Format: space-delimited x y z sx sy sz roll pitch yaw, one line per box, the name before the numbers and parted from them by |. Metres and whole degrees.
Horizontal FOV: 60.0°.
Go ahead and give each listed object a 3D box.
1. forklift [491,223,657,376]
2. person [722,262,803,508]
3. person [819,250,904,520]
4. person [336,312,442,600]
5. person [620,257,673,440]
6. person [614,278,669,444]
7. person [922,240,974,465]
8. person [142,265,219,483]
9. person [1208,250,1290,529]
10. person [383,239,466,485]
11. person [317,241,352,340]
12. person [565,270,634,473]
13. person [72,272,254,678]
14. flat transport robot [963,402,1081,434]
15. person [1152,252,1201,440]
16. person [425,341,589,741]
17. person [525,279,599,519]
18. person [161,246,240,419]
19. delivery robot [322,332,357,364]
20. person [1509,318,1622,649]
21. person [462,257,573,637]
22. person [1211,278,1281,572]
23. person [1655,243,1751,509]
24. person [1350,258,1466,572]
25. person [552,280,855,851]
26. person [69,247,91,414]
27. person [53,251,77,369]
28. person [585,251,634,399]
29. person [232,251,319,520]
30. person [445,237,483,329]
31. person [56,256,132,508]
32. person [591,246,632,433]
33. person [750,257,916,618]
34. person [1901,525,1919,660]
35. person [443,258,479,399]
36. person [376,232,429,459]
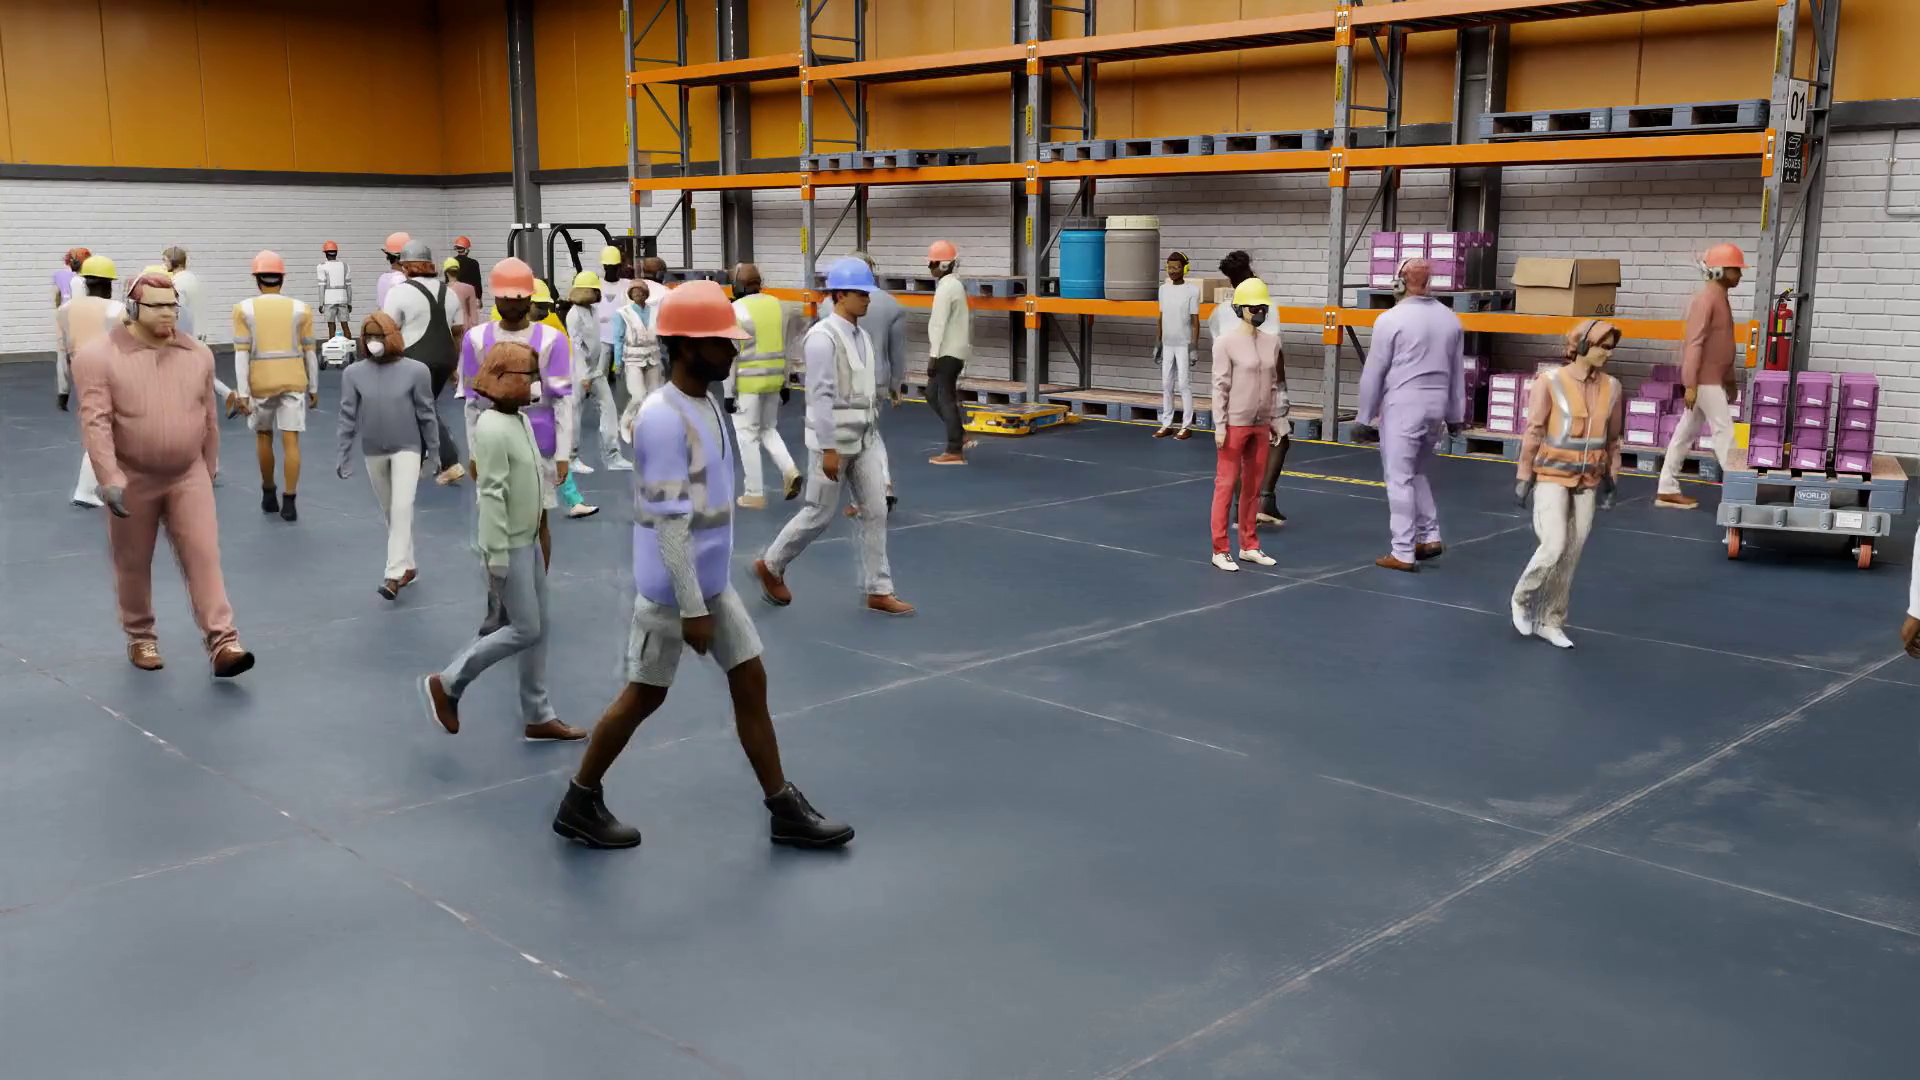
forklift | -5.316 -3.263 22.920 2.313 2.155 1.214 -10 14 -44
person | -1.498 -1.122 12.258 0.500 1.826 0.642 9 14 42
person | -0.720 -1.091 11.819 0.622 1.918 0.430 -7 13 -35
person | -3.215 -0.463 9.289 0.535 1.588 0.835 1 10 3
person | -2.981 -1.807 16.037 0.641 1.820 0.435 7 13 35
person | -3.015 -1.652 15.677 0.582 1.619 0.442 -9 14 -42
person | -0.136 -1.641 14.681 0.438 1.978 0.620 1 10 5
person | -6.443 -1.317 13.452 0.943 1.782 0.584 1 10 6
person | 2.003 -1.031 11.495 0.385 1.917 0.716 -9 13 -39
person | -4.379 -1.477 13.599 0.998 2.000 0.680 6 12 28
person | -10.081 -3.845 26.798 0.551 1.932 0.377 -10 14 -43
person | -3.073 -1.411 14.095 0.738 1.714 0.512 3 11 16
person | -3.609 -0.270 7.536 0.639 1.848 1.002 -10 14 -42
flat transport robot | 0.649 -1.281 17.358 0.652 0.197 1.431 6 12 31
person | 2.151 -1.925 16.554 0.325 1.856 0.515 -10 14 -44
person | -1.800 0.024 6.546 0.541 1.616 0.513 0 10 0
person | -3.053 -0.999 11.892 0.965 1.713 0.523 7 12 32
person | -8.148 -2.160 17.687 0.738 1.921 0.635 -2 11 -8
delivery robot | -9.404 -2.908 25.202 0.477 0.478 0.707 -1 11 -5
person | 2.981 -0.270 8.139 0.545 1.616 0.357 -3 11 -16
person | -2.242 -0.460 8.416 0.550 1.905 0.750 -1 10 -6
person | 1.744 -0.698 10.100 0.529 1.768 0.312 -7 13 -34
person | 5.588 -1.159 12.090 0.962 1.950 0.647 7 12 32
person | 2.720 -0.752 10.073 0.685 1.887 0.426 -6 12 -31
person | -0.900 0.109 5.390 1.007 1.889 0.564 2 11 11
person | -9.877 -2.361 18.853 0.361 1.882 0.575 0 10 -2
person | -12.741 -3.273 24.055 0.594 1.789 0.970 -2 11 -10
person | -3.720 -2.124 17.636 1.029 1.860 0.603 4 11 19
person | -4.937 -1.122 12.034 0.565 1.899 0.862 -5 11 -25
person | -8.160 -3.990 27.422 0.610 1.996 0.386 2 11 9
person | -6.489 -1.201 12.564 0.604 1.878 1.002 1 10 7
person | -3.546 -2.035 16.988 0.623 1.907 0.536 -1 10 -7
person | -0.694 -0.542 8.863 0.890 1.917 0.606 6 12 28
person | 3.053 0.240 4.712 0.620 1.858 0.757 4 11 23
person | -6.334 -2.643 20.789 0.542 1.724 0.875 -6 12 -31
person | -5.027 -1.744 15.046 0.390 2.045 0.607 -9 14 -40
